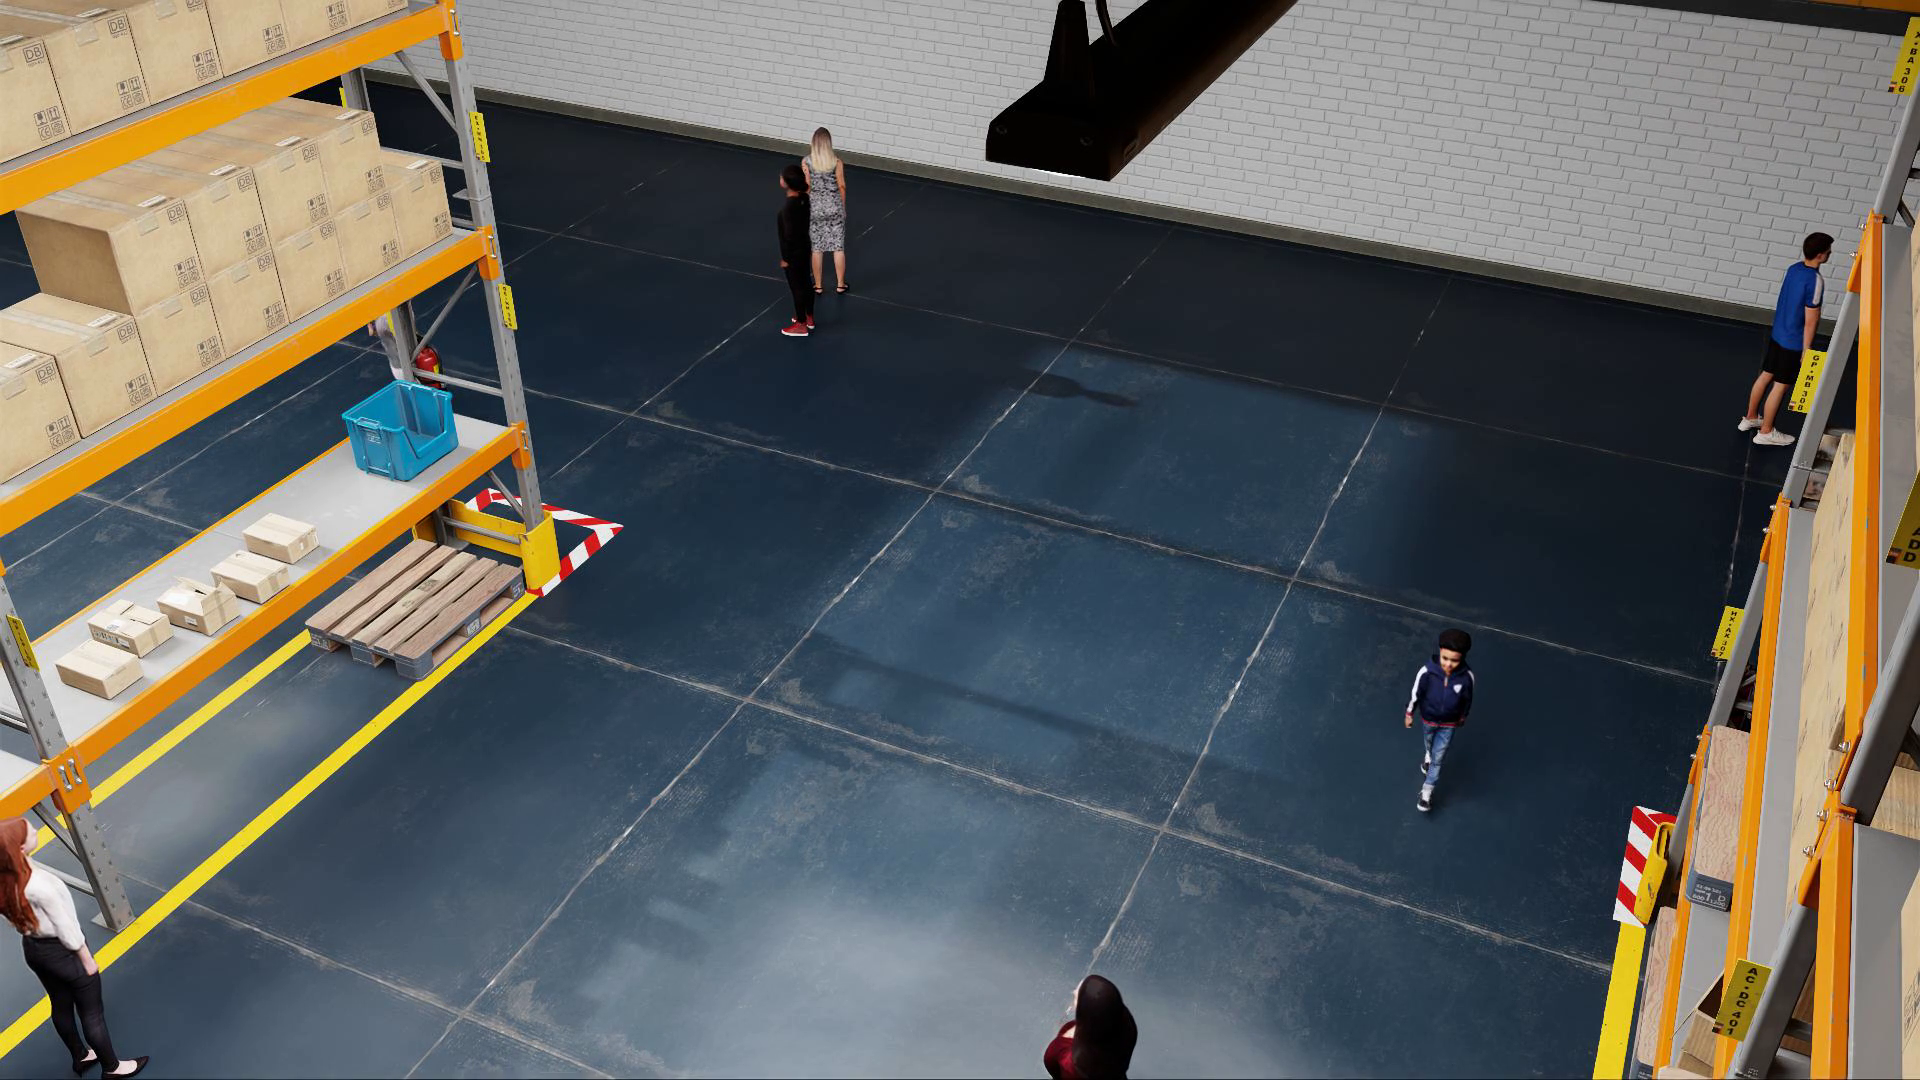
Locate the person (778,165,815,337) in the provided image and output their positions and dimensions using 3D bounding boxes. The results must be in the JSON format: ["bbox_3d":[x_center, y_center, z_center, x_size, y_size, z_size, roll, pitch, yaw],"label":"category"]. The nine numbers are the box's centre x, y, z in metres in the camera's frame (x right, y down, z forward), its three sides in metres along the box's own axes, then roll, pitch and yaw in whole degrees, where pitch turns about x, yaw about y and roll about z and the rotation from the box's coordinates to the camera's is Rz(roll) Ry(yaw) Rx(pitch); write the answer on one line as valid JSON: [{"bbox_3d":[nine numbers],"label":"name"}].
[{"bbox_3d":[-1.526,-2.725,15.617,0.657,1.675,0.478,13,36,19],"label":"person"}]

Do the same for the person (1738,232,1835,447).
[{"bbox_3d":[6.934,-1.700,13.901,0.806,1.866,0.697,-3,34,-4],"label":"person"}]

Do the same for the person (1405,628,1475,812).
[{"bbox_3d":[3.004,1.043,10.385,0.538,1.192,0.830,13,36,19],"label":"person"}]

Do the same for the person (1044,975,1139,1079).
[{"bbox_3d":[0.593,2.601,7.529,0.734,1.758,0.553,18,38,25],"label":"person"}]

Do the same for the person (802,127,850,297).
[{"bbox_3d":[-1.323,-3.217,16.329,0.633,1.706,0.627,0,34,0],"label":"person"}]

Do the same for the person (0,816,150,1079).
[{"bbox_3d":[-4.518,2.070,8.327,0.599,1.759,0.486,13,36,19],"label":"person"}]
